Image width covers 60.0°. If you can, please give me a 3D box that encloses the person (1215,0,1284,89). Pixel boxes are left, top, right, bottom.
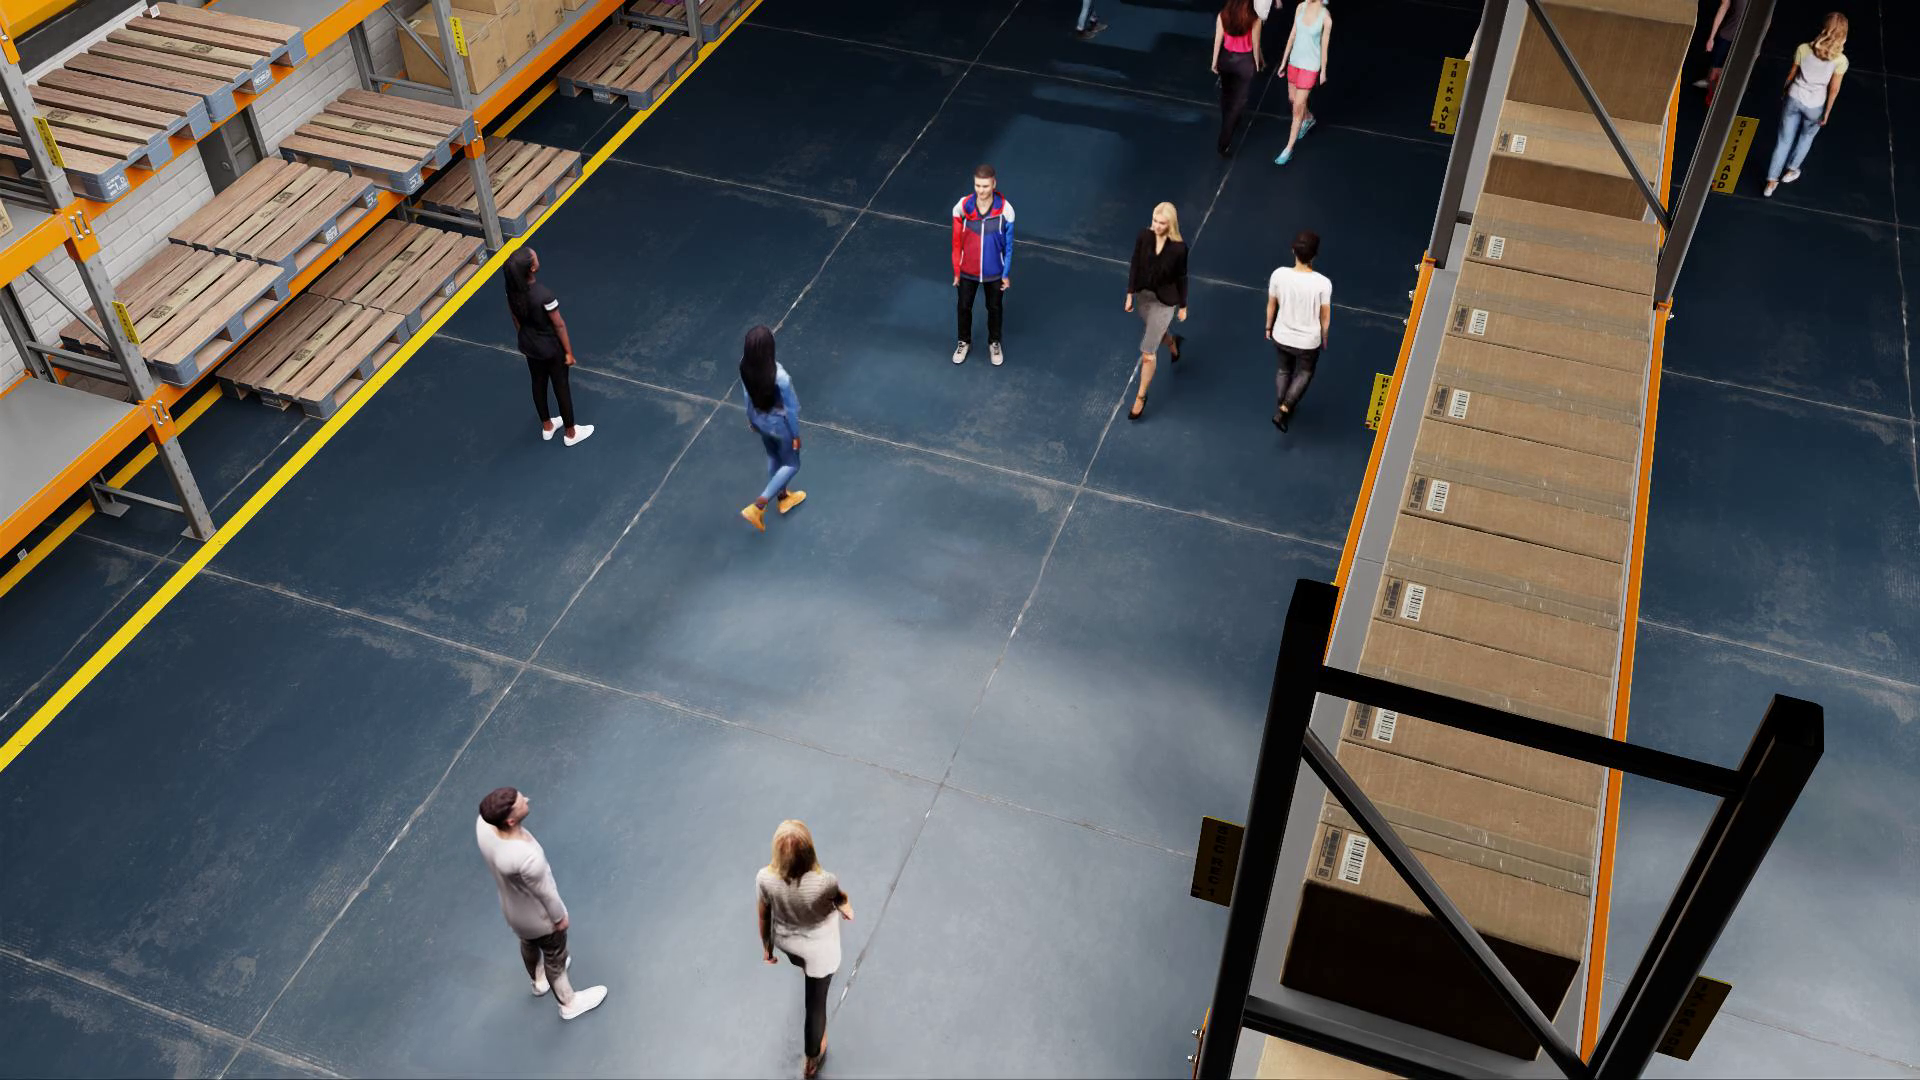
[{"bbox_3d":[2.876,-5.266,16.405,1.162,1.756,0.924,-31,51,-28],"label":"person"}]

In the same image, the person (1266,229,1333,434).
[{"bbox_3d":[2.506,-1.517,12.508,0.708,1.705,0.842,20,47,20],"label":"person"}]

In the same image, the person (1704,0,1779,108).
[{"bbox_3d":[7.414,-4.799,15.863,0.713,1.829,1.060,18,46,18],"label":"person"}]

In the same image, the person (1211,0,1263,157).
[{"bbox_3d":[2.569,-4.394,15.585,0.687,1.625,1.102,20,47,20],"label":"person"}]

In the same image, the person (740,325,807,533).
[{"bbox_3d":[-1.367,-0.752,11.708,0.795,1.699,0.994,29,51,27],"label":"person"}]

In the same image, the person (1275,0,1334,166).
[{"bbox_3d":[3.242,-4.447,15.557,0.889,1.740,1.091,33,53,30],"label":"person"}]

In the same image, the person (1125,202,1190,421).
[{"bbox_3d":[1.549,-1.830,12.760,0.833,1.810,1.206,26,50,25],"label":"person"}]

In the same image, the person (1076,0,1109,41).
[{"bbox_3d":[1.304,-5.800,17.381,0.721,1.184,0.670,-13,45,-13],"label":"person"}]

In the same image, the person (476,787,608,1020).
[{"bbox_3d":[-2.272,1.906,8.816,0.747,1.840,0.722,34,53,31],"label":"person"}]

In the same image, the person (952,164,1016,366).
[{"bbox_3d":[0.175,-2.176,13.162,0.690,1.756,0.633,4,44,4],"label":"person"}]

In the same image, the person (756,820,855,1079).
[{"bbox_3d":[-0.800,2.160,8.588,0.778,1.787,1.160,5,44,5],"label":"person"}]

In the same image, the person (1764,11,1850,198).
[{"bbox_3d":[7.580,-3.875,14.988,0.758,1.697,0.882,27,50,25],"label":"person"}]

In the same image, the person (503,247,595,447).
[{"bbox_3d":[-3.107,-1.447,12.417,0.627,1.729,0.605,19,47,18],"label":"person"}]
